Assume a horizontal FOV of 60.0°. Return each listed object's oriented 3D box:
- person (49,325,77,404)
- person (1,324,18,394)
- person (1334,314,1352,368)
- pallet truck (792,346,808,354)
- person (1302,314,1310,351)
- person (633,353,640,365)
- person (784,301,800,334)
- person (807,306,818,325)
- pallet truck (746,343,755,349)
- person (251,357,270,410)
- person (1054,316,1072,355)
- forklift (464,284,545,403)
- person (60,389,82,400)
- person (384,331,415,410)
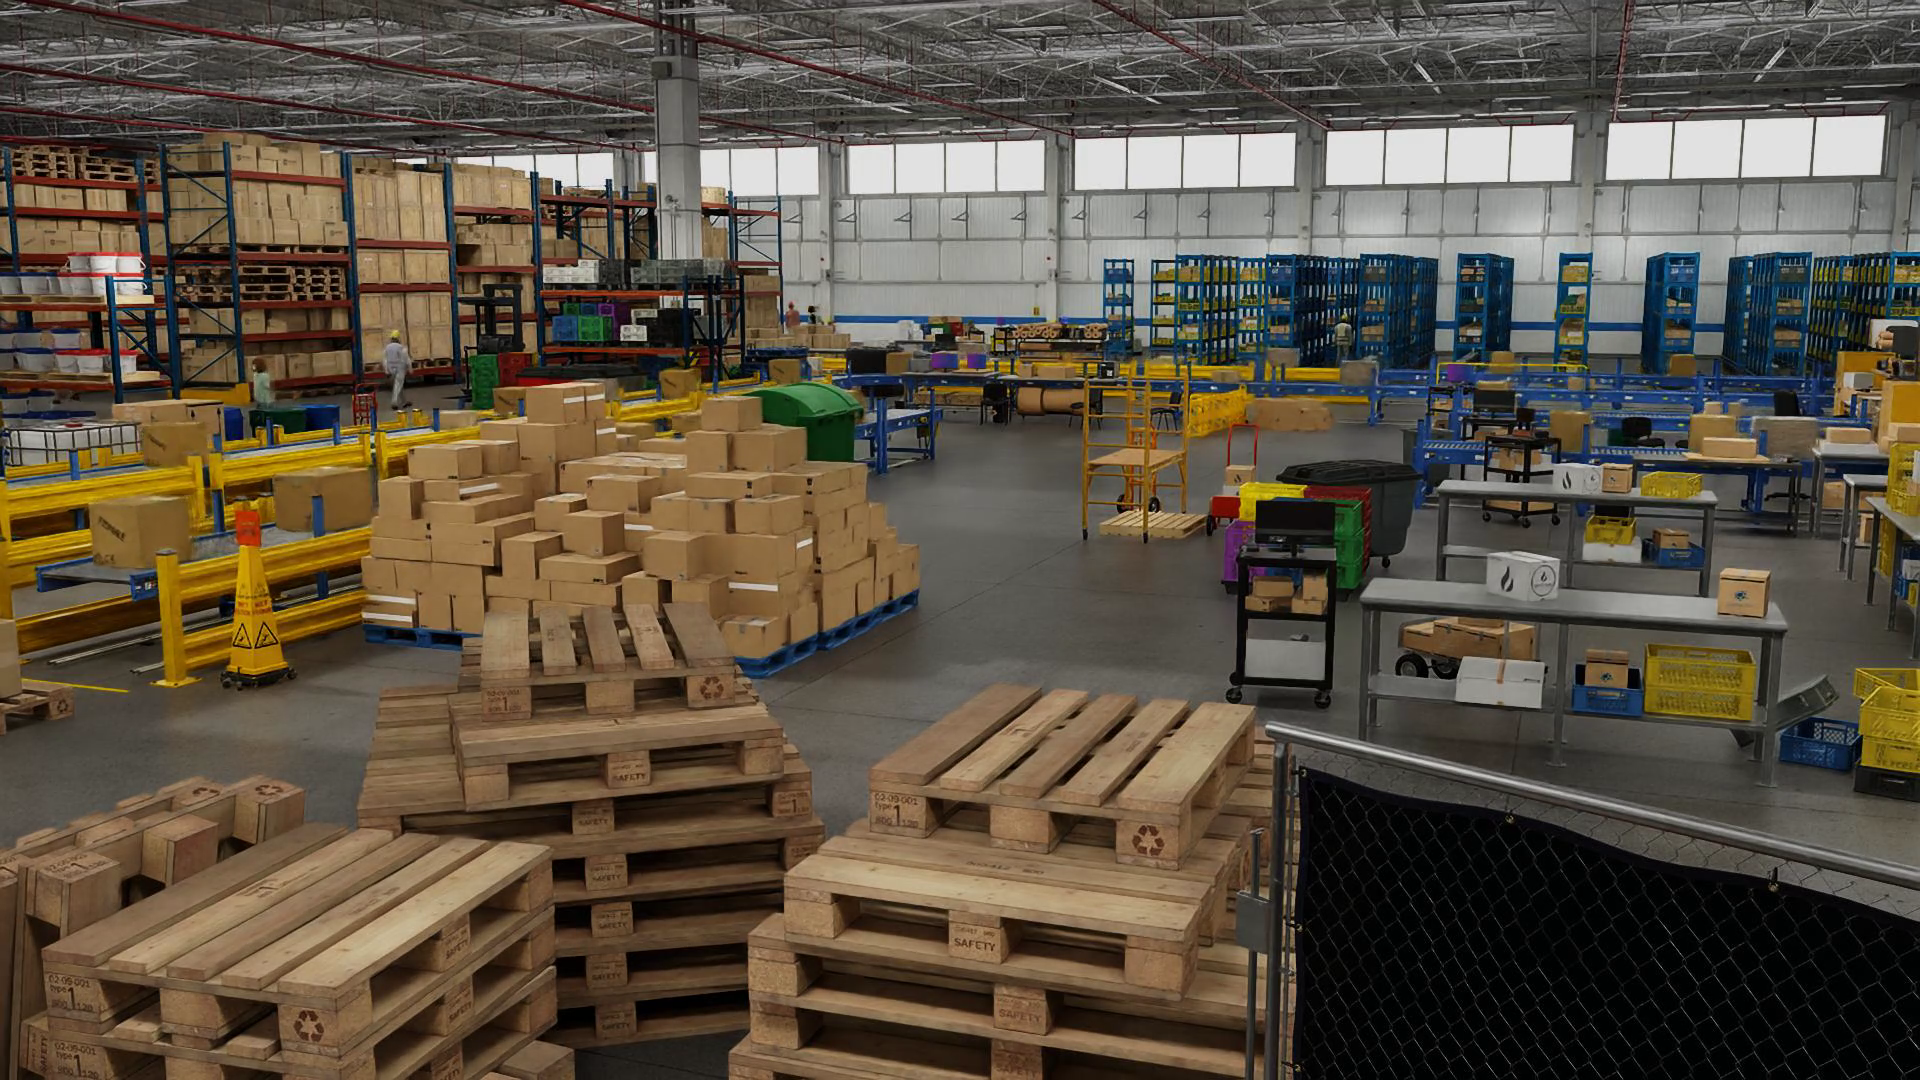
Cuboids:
[{"bbox_3d":[-21.385,-4.160,39.391,0.666,1.859,0.571,6,11,35],"label":"person"},{"bbox_3d":[-22.759,-4.214,39.730,0.462,1.864,0.701,-1,9,-8],"label":"person"},{"bbox_3d":[11.982,-6.140,51.935,0.593,1.828,0.403,8,12,41],"label":"person"},{"bbox_3d":[-3.705,-4.298,42.022,0.653,1.274,1.630,3,10,20],"label":"pallet truck"},{"bbox_3d":[12.367,-7.348,59.464,0.375,1.843,0.575,2,9,10],"label":"person"},{"bbox_3d":[-10.194,-6.318,52.722,0.375,1.934,0.547,1,9,4],"label":"person"},{"bbox_3d":[-6.772,-8.635,67.120,0.648,1.980,0.459,-3,10,-20],"label":"person"},{"bbox_3d":[-5.916,-8.454,66.492,0.445,1.830,0.643,0,9,-3],"label":"person"},{"bbox_3d":[-6.183,-4.618,44.264,1.601,1.201,0.680,-9,12,-43],"label":"pallet truck"},{"bbox_3d":[-12.243,-2.428,29.318,0.504,1.612,0.698,7,12,39],"label":"person"},{"bbox_3d":[2.746,-4.964,44.201,0.602,1.941,0.402,-6,11,-34],"label":"person"},{"bbox_3d":[-10.832,-4.702,39.610,1.129,2.768,1.873,3,10,20],"label":"forklift"},{"bbox_3d":[-21.744,-4.217,40.520,0.516,1.617,0.469,5,10,26],"label":"person"},{"bbox_3d":[-12.654,-3.819,37.504,0.586,1.787,0.932,3,10,21],"label":"person"}]
